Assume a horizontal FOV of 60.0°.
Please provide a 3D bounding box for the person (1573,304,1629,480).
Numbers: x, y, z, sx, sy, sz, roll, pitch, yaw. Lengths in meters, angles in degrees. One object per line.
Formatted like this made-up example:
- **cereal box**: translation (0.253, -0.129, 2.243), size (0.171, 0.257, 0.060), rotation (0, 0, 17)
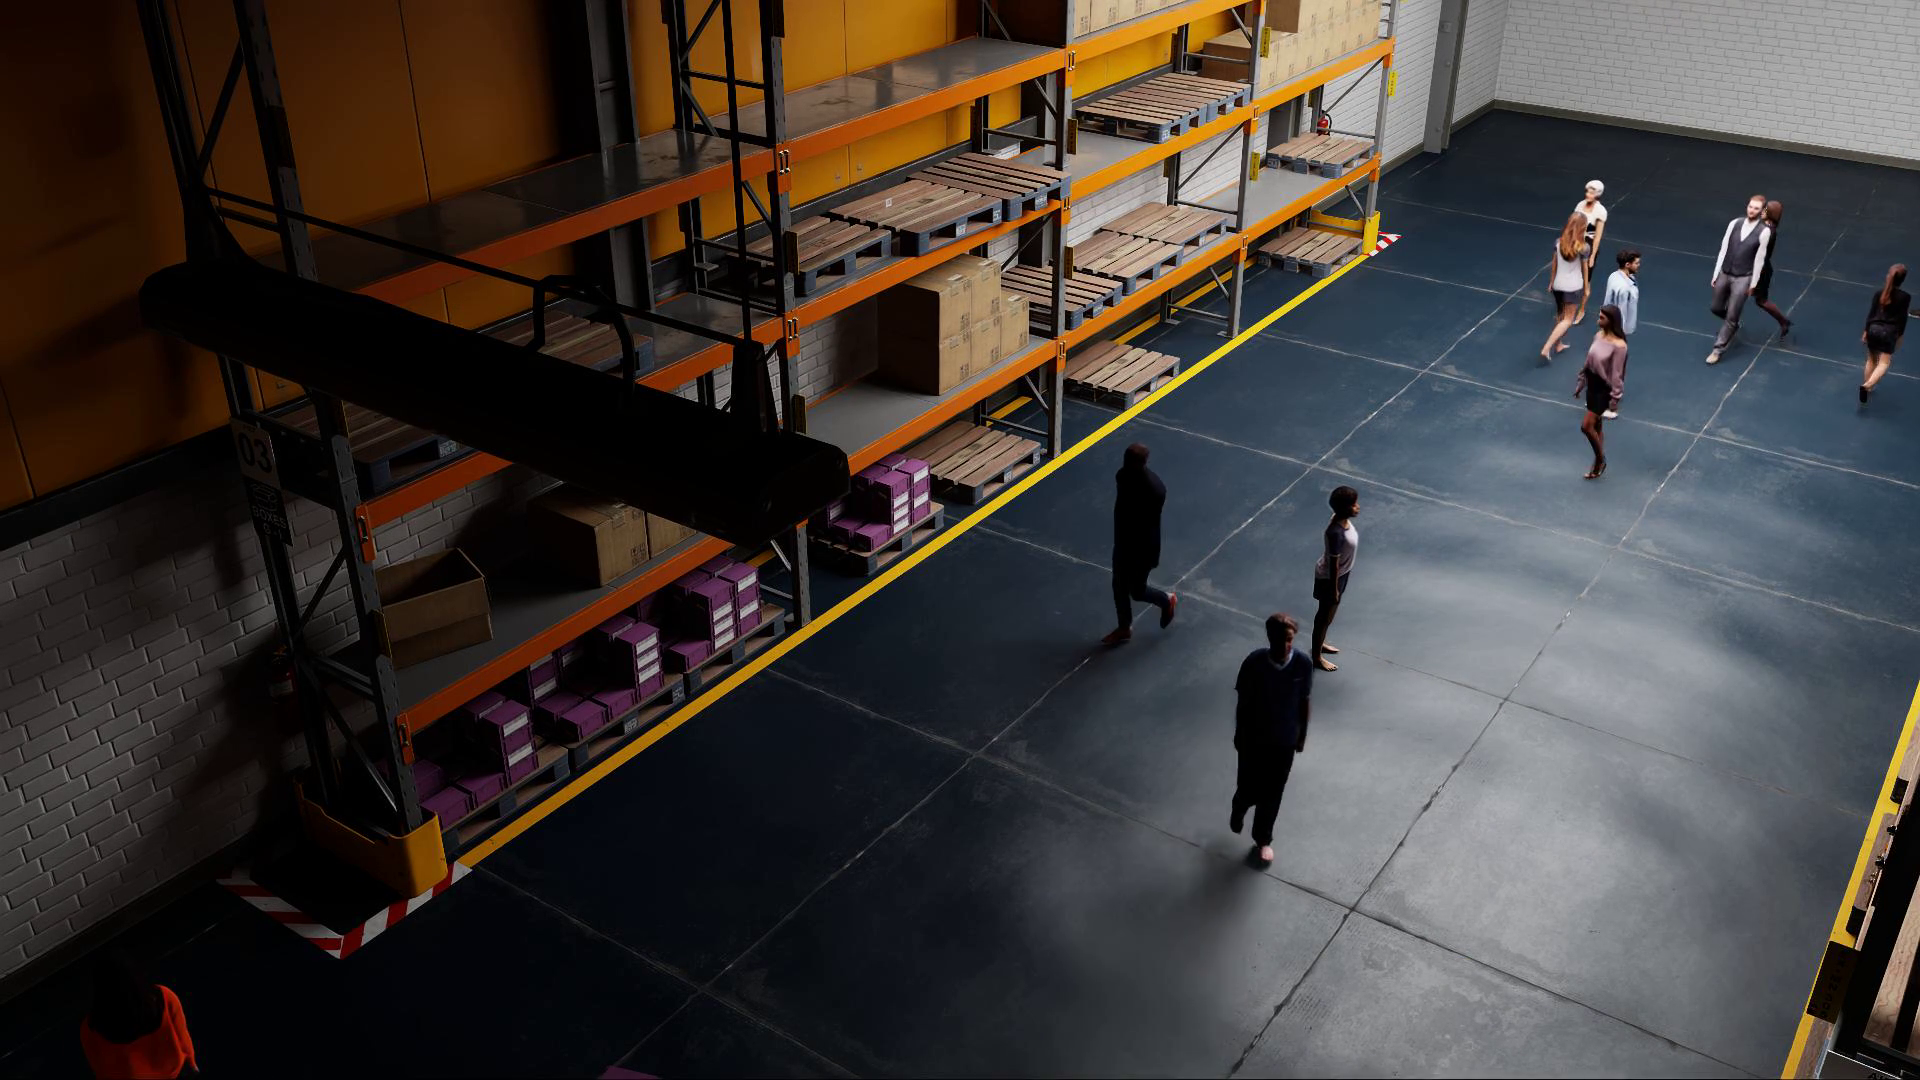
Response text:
- **person**: translation (6.290, -1.421, 16.131), size (0.813, 1.792, 0.760), rotation (-8, 30, -15)

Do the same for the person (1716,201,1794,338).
- **person**: translation (9.357, -3.078, 19.290), size (0.899, 1.676, 1.055), rotation (7, 29, 13)

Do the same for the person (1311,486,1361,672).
- **person**: translation (2.980, 0.269, 13.270), size (0.692, 1.565, 0.565), rotation (7, 29, 13)

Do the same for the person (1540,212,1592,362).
- **person**: translation (6.844, -2.832, 18.803), size (1.025, 1.710, 0.823), rotation (-18, 33, -29)

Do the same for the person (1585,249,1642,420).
- **person**: translation (6.887, -2.193, 17.527), size (0.811, 1.811, 0.652), rotation (6, 29, 11)

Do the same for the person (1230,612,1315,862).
- **person**: translation (2.042, 1.262, 11.136), size (0.835, 1.864, 0.888), rotation (-2, 29, -3)

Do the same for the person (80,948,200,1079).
- **person**: translation (-4.119, 2.774, 8.485), size (0.580, 1.749, 0.737), rotation (-21, 35, -34)

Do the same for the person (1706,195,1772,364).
- **person**: translation (8.847, -2.993, 18.876), size (1.054, 1.924, 0.839), rotation (-21, 35, -33)

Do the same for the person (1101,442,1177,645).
- **person**: translation (1.494, 0.027, 13.467), size (1.044, 1.801, 0.907), rotation (-17, 33, -28)

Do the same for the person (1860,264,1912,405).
- **person**: translation (9.867, -2.191, 17.800), size (0.638, 1.544, 0.935), rotation (25, 37, 38)

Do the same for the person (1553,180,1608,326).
- **person**: translation (7.458, -3.439, 19.876), size (0.710, 1.749, 0.710), rotation (-12, 31, -22)
